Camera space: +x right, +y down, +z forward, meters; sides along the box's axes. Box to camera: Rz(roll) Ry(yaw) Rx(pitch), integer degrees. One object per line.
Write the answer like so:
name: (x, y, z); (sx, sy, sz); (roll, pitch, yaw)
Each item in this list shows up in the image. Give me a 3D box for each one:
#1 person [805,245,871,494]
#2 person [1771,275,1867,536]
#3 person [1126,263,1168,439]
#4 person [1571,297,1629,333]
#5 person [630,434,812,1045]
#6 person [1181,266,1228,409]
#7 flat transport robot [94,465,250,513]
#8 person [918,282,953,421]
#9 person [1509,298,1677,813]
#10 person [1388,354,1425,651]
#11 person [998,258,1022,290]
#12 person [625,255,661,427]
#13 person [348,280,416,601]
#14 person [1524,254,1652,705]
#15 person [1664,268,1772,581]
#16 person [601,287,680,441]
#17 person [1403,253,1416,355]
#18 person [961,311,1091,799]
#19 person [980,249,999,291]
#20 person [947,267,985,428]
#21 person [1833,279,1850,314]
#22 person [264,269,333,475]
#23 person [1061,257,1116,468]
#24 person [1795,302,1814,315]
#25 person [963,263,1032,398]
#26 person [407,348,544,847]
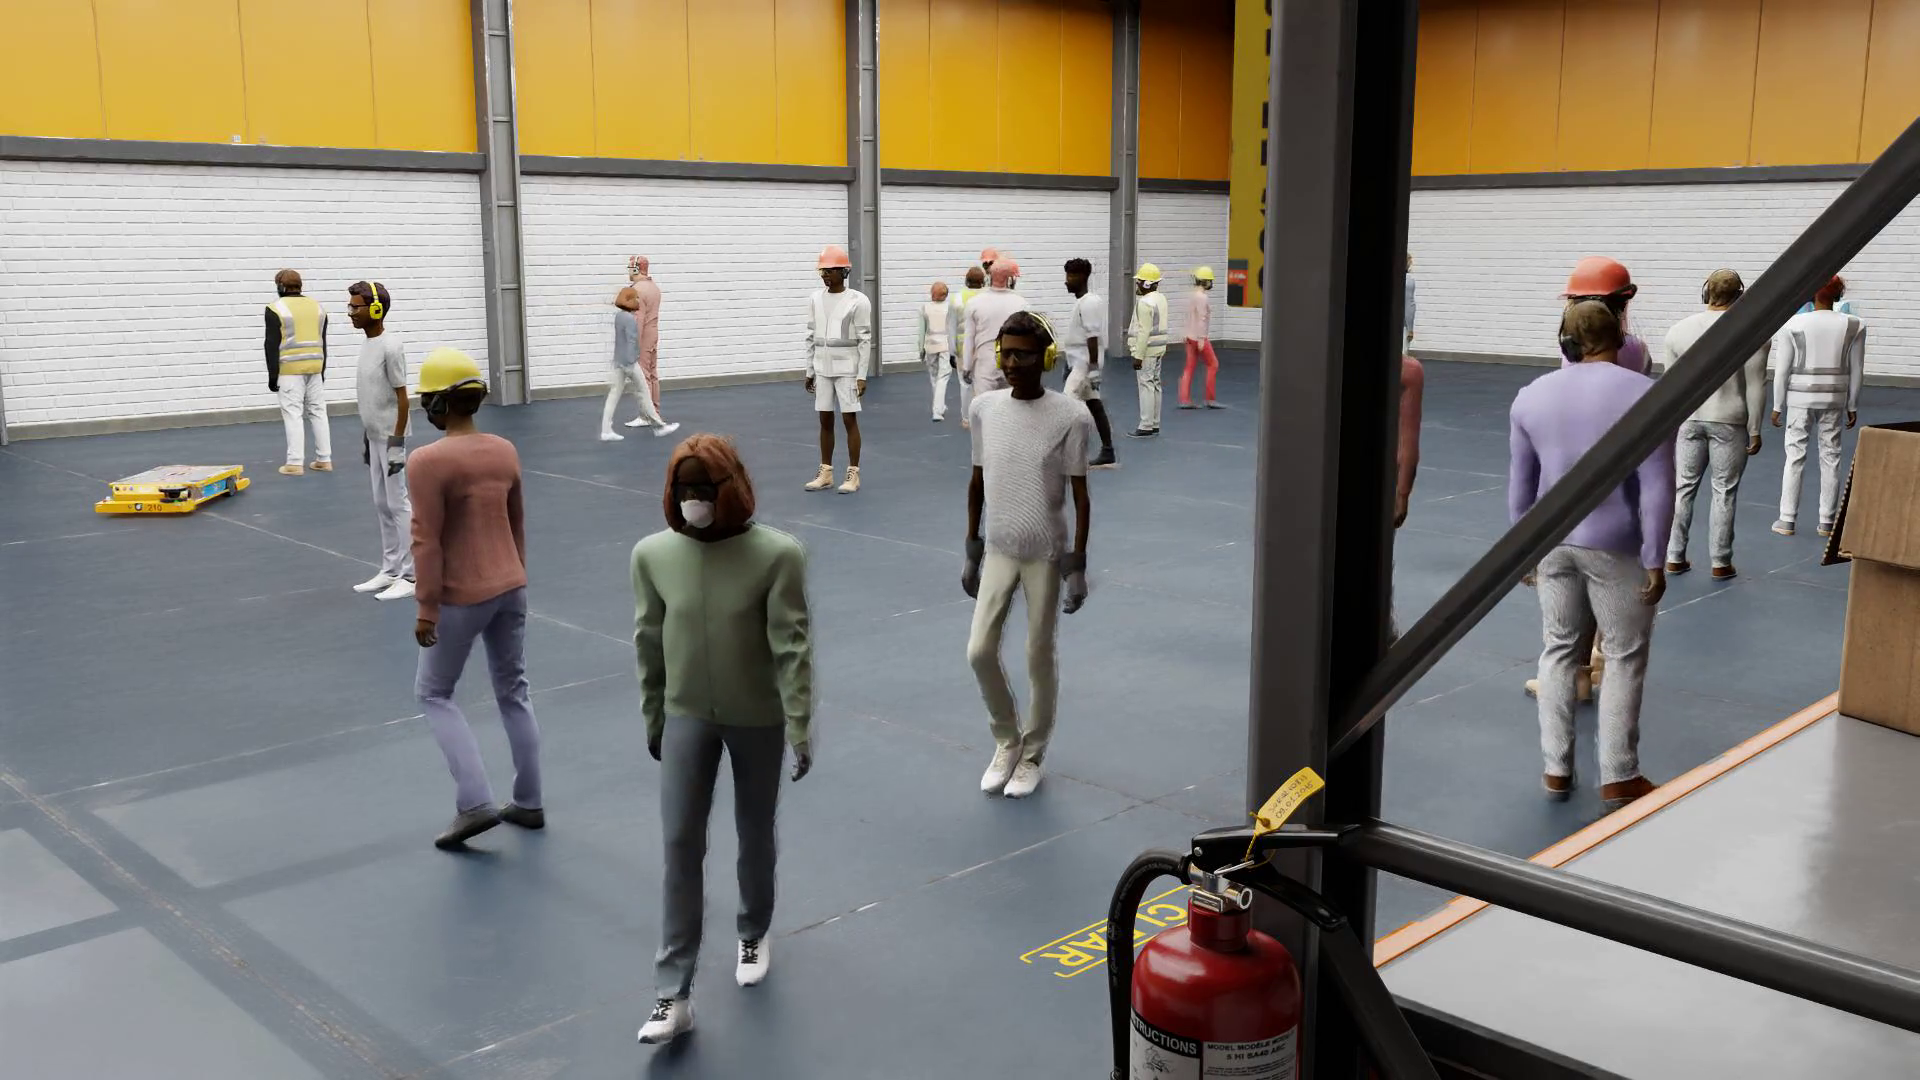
person: (-1.029, -1.401, 13.773); (0.605, 2.045, 0.377); (6, 12, 28)
person: (6.078, -0.961, 11.814); (0.576, 1.883, 0.352); (3, 11, 15)
person: (1.968, -1.988, 17.541); (0.403, 1.837, 0.590); (5, 11, 25)
person: (7.091, -2.203, 18.547); (0.671, 1.893, 0.451); (-1, 10, -3)
person: (-0.649, 0.524, 4.475); (0.521, 1.594, 0.801); (1, 10, 4)
person: (3.025, -2.458, 20.329); (0.686, 1.740, 0.554); (-1, 10, -7)
flat transport robot: (-6.257, -0.421, 13.271); (0.652, 0.197, 1.431); (-1, 10, -3)
person: (-0.213, -2.187, 19.300); (0.512, 1.593, 0.849); (4, 11, 20)
person: (2.370, 0.047, 6.289); (0.682, 1.896, 0.478); (10, 14, 43)
person: (1.945, -0.313, 8.137); (0.620, 1.947, 1.022); (5, 12, 26)
person: (0.496, -1.821, 16.445); (0.872, 1.900, 0.568); (-9, 14, -40)
person: (-3.579, -2.225, 18.641); (0.409, 1.907, 0.651); (1, 10, 8)
person: (-3.397, -0.581, 9.778); (0.330, 1.872, 0.512); (-8, 13, -38)
person: (2.865, -0.268, 7.595); (0.608, 2.046, 0.368); (-10, 14, -42)
person: (4.674, -0.711, 10.343); (0.622, 1.932, 0.368); (10, 14, 43)
person: (-3.394, -1.836, 17.353); (0.854, 1.584, 0.521); (-7, 12, -33)
person: (5.553, -2.701, 21.167); (0.371, 1.932, 0.629); (-5, 11, -24)
person: (0.227, 0.073, 6.246); (0.561, 1.853, 0.450); (4, 11, 22)
person: (0.469, -3.155, 23.615); (0.630, 1.950, 1.009); (6, 12, 30)
person: (0.179, -2.061, 18.091); (0.637, 1.793, 0.983); (0, 10, -2)
person: (10.695, -2.445, 20.625); (0.758, 1.606, 0.541); (-3, 11, -17)
person: (-5.953, -1.505, 14.933); (0.432, 1.835, 0.628); (6, 12, 30)
person: (0.999, -1.596, 15.149); (0.963, 1.918, 0.639); (0, 10, 2)
person: (11.322, -2.789, 22.292); (0.316, 1.696, 0.540); (-3, 11, -16)
person: (0.358, -1.642, 15.529); (0.645, 1.880, 0.690); (-2, 11, -11)
person: (-1.734, 0.196, 5.903); (0.456, 1.737, 0.548); (5, 12, 26)
